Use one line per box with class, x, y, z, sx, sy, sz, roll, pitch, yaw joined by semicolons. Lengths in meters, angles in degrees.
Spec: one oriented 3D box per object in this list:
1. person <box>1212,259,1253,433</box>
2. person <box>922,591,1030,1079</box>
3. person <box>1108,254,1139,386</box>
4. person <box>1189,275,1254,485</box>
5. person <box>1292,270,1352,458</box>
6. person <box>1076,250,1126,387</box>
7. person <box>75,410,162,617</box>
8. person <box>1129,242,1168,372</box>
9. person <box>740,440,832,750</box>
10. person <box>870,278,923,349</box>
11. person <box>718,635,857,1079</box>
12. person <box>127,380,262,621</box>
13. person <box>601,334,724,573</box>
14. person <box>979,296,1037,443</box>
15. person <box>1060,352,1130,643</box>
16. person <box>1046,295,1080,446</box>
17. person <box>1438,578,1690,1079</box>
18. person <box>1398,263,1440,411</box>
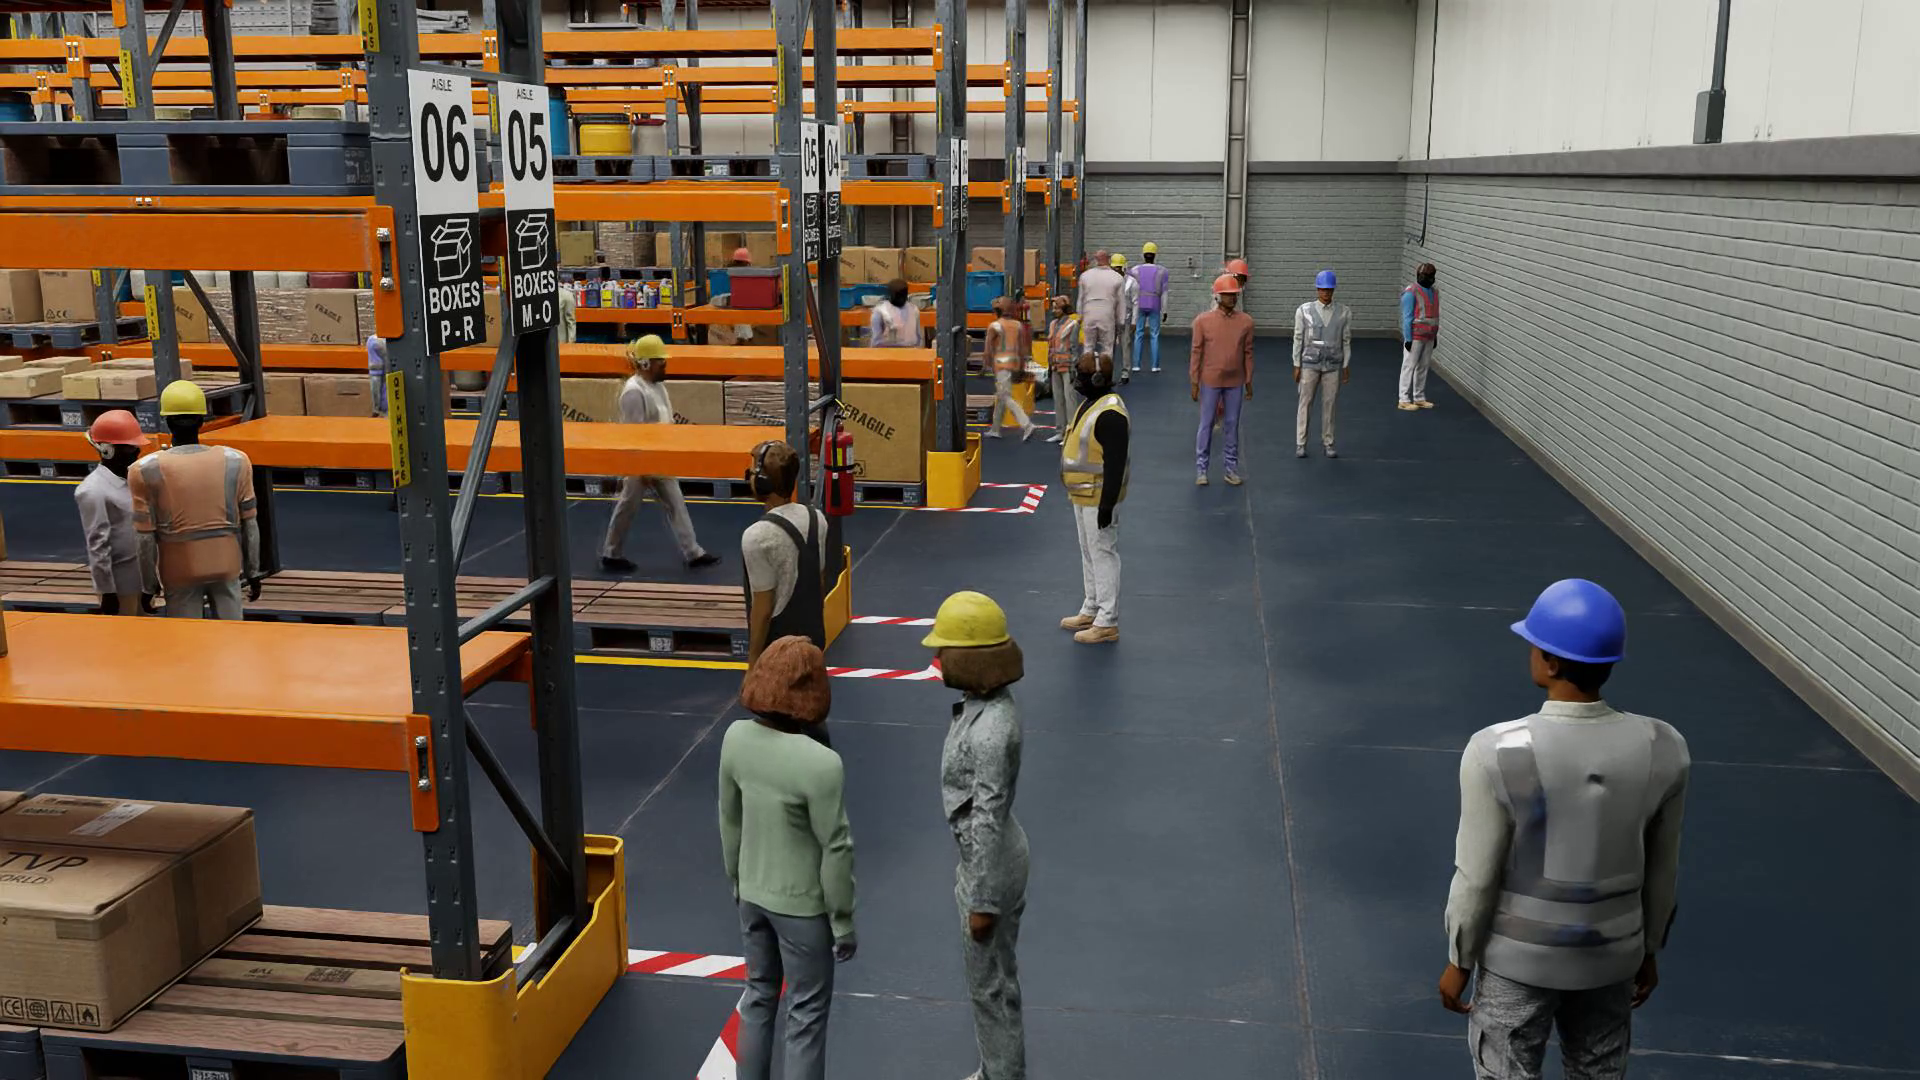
person;3.047;-2.203;18.975;0.539;1.963;0.747;6;14;26
person;0.048;1.001;5.054;0.320;1.736;0.488;0;12;-1
person;2.193;-3.072;23.213;0.602;1.830;0.404;8;15;31
person;2.492;-1.516;15.812;0.622;1.995;0.374;-1;13;-6
person;3.763;-1.825;17.322;0.602;1.948;0.387;0;12;1
person;1.954;-3.055;23.045;0.703;1.886;0.410;3;13;12
person;-4.327;0.188;8.680;0.337;1.748;0.574;-1;13;-2
person;2.803;-3.459;24.769;0.589;1.918;0.392;2;13;11
person;-0.754;0.488;7.128;0.338;1.841;0.524;8;15;31
person;-0.731;-2.013;18.495;0.630;1.811;0.840;-10;16;-38
person;-0.503;1.078;4.934;0.507;1.631;0.266;11;17;41
person;-3.858;0.153;8.438;0.594;1.926;0.366;-10;16;-37
person;-2.258;-0.615;12.234;0.954;1.782;0.612;3;13;12
person;0.554;-1.881;18.359;0.795;1.605;0.520;11;17;42
person;0.849;-0.273;10.558;0.429;1.842;0.633;-2;13;-9
person;1.133;-1.853;18.177;0.313;1.631;0.524;-8;15;-31
person;1.547;1.054;4.315;0.614;1.950;0.375;-2;13;-7
person;5.772;-2.540;20.829;0.624;1.835;0.431;-10;16;-38
